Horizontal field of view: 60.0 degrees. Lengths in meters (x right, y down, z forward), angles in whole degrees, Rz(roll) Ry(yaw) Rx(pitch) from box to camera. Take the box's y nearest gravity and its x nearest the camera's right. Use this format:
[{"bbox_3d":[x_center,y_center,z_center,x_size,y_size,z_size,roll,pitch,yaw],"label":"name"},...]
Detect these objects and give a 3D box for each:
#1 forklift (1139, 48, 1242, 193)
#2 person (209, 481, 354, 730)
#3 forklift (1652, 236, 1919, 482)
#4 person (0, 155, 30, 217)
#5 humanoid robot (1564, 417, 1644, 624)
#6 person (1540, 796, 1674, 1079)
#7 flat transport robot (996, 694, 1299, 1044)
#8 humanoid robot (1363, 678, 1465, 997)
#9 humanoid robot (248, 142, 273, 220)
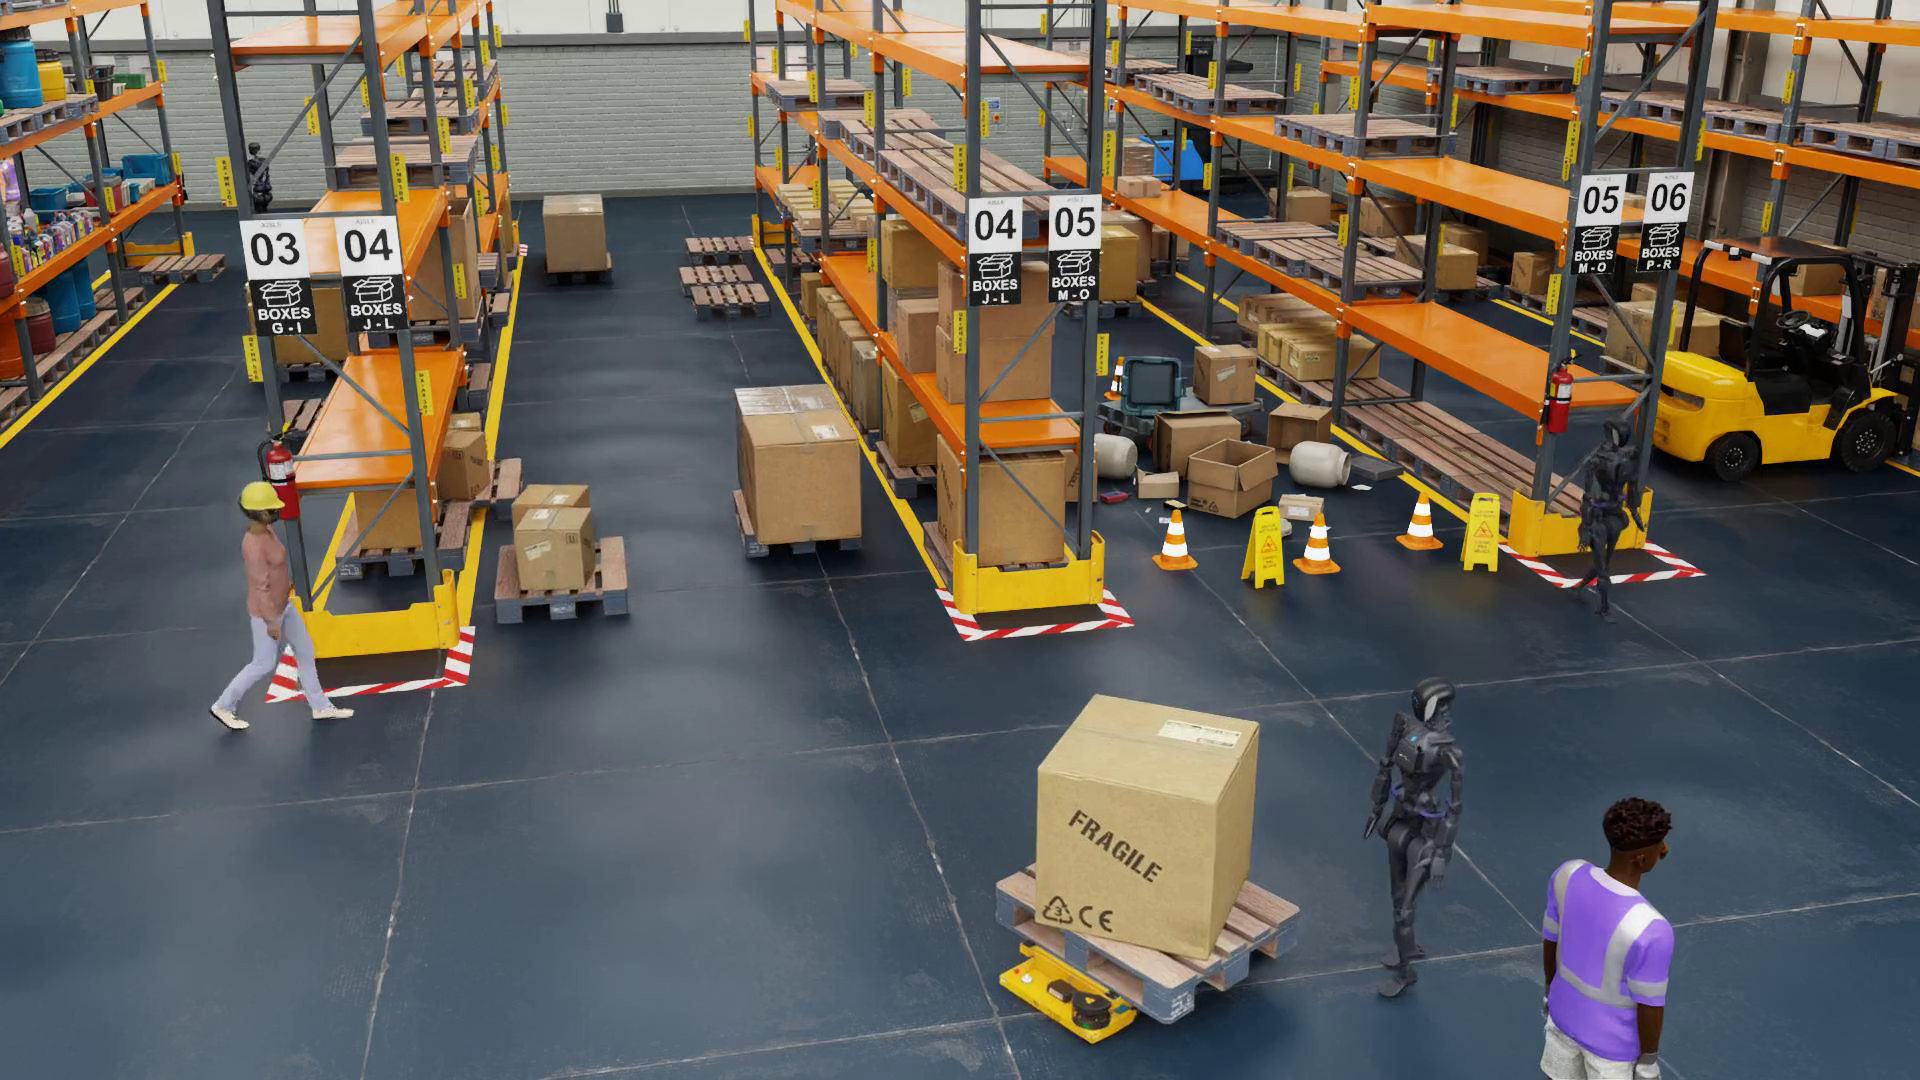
[{"bbox_3d":[4.566,-8.313,32.860,1.873,2.768,1.129,-4,21,-12],"label":"forklift"},{"bbox_3d":[-4.566,0.442,10.908,0.841,1.731,0.533,-3,21,-9],"label":"person"},{"bbox_3d":[8.013,-1.814,16.330,2.313,2.155,1.214,-4,21,-12],"label":"forklift"},{"bbox_3d":[-15.333,-5.525,27.045,0.350,1.688,0.488,11,23,27],"label":"person"},{"bbox_3d":[4.929,-0.190,12.760,0.644,1.642,0.615,-8,22,-21],"label":"humanoid robot"},{"bbox_3d":[2.556,1.914,6.623,0.382,1.959,0.604,-8,22,-20],"label":"person"},{"bbox_3d":[0.957,2.096,8.560,1.431,0.231,0.659,-17,26,-39],"label":"flat transport robot"},{"bbox_3d":[2.238,1.443,8.299,0.468,1.645,0.587,-10,23,-26],"label":"humanoid robot"},{"bbox_3d":[-11.736,-5.821,27.859,0.366,1.650,0.600,7,21,17],"label":"humanoid robot"}]
